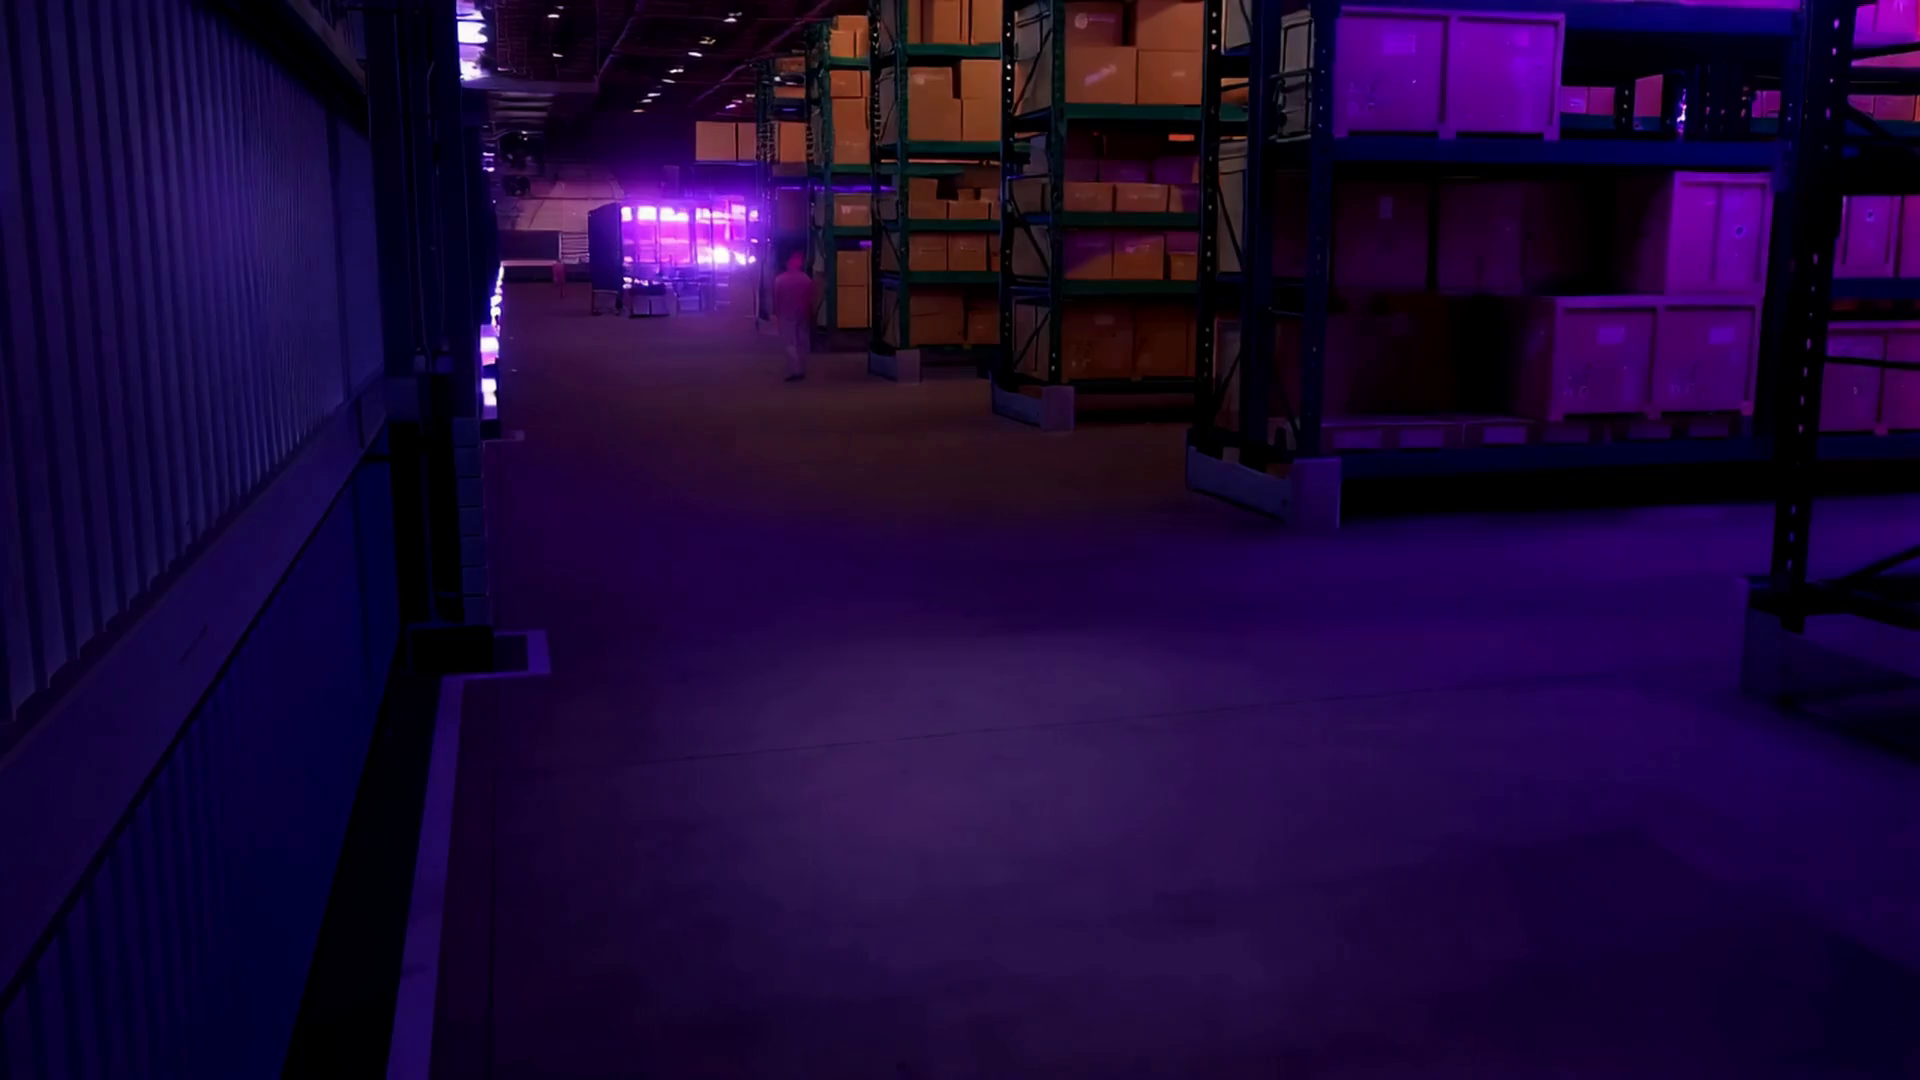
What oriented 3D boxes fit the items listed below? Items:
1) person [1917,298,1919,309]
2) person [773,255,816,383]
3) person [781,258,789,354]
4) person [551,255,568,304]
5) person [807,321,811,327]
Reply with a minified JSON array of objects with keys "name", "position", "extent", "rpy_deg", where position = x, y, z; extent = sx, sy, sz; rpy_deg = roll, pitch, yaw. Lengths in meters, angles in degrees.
[{"name":"person","position":[10.646,-2.101,18.079],"extent":[1.007,1.892,0.557],"rpy_deg":[-4,11,-21]},{"name":"person","position":[-2.425,-3.288,24.808],"extent":[0.650,1.904,0.728],"rpy_deg":[-5,11,-28]},{"name":"person","position":[-3.215,-4.449,31.652],"extent":[0.615,1.784,0.884],"rpy_deg":[-1,10,-5]},{"name":"person","position":[-14.110,-9.171,58.578],"extent":[0.580,1.718,0.794],"rpy_deg":[-2,10,-12]},{"name":"person","position":[-3.468,-6.244,41.366],"extent":[0.619,1.948,0.963],"rpy_deg":[9,13,40]}]
